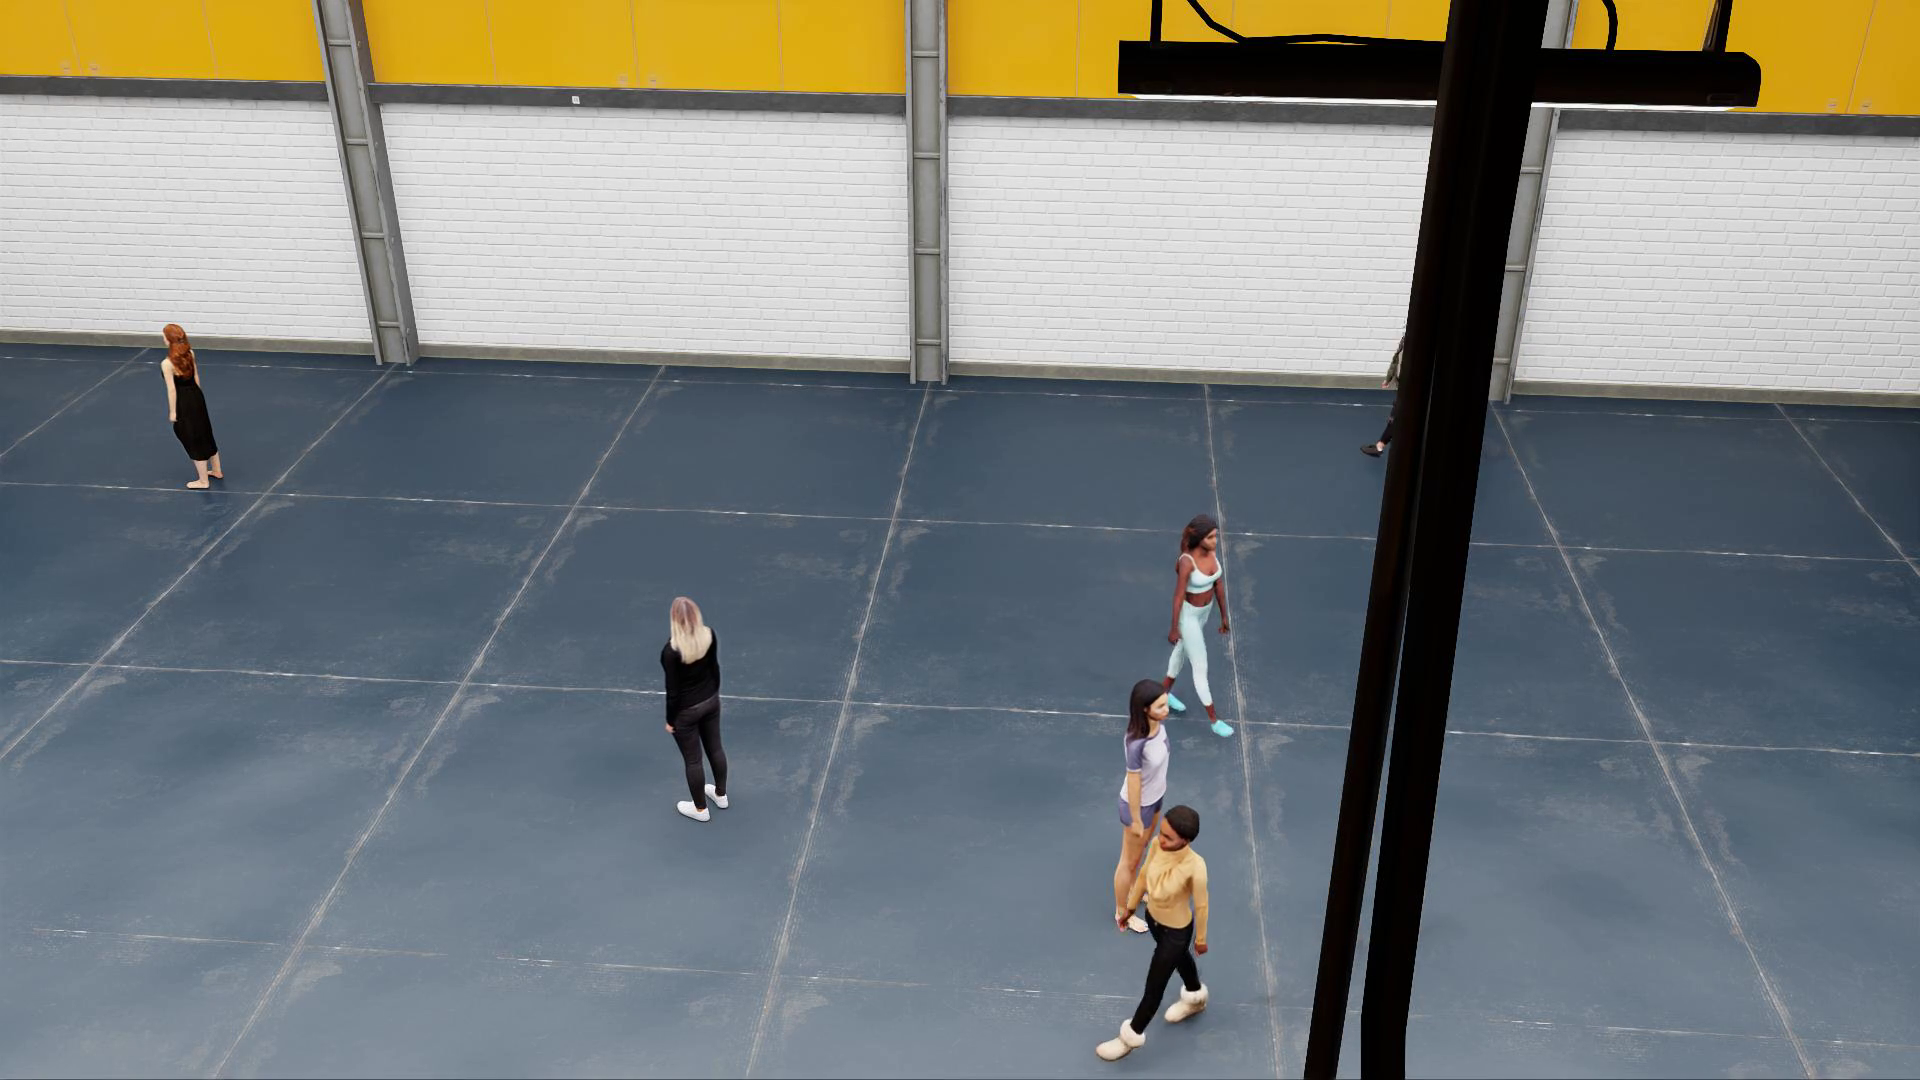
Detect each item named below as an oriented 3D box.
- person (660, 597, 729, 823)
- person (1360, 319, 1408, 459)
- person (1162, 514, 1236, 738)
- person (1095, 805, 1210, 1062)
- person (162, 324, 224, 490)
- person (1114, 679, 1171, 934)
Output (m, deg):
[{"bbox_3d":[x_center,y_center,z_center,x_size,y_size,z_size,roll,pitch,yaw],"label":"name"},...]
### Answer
[{"bbox_3d":[-1.776,1.131,11.143,0.730,1.685,0.699,24,36,36],"label":"person"},{"bbox_3d":[4.425,-1.483,16.190,0.980,1.442,0.693,-2,29,-4],"label":"person"},{"bbox_3d":[1.645,0.558,12.186,0.985,1.693,1.079,-25,37,-38],"label":"person"},{"bbox_3d":[1.246,2.141,9.364,1.152,1.615,0.974,-15,32,-25],"label":"person"},{"bbox_3d":[-7.227,-1.263,15.596,0.618,1.625,0.602,7,29,13],"label":"person"},{"bbox_3d":[1.118,1.601,10.232,0.624,1.733,0.648,13,31,22],"label":"person"}]
